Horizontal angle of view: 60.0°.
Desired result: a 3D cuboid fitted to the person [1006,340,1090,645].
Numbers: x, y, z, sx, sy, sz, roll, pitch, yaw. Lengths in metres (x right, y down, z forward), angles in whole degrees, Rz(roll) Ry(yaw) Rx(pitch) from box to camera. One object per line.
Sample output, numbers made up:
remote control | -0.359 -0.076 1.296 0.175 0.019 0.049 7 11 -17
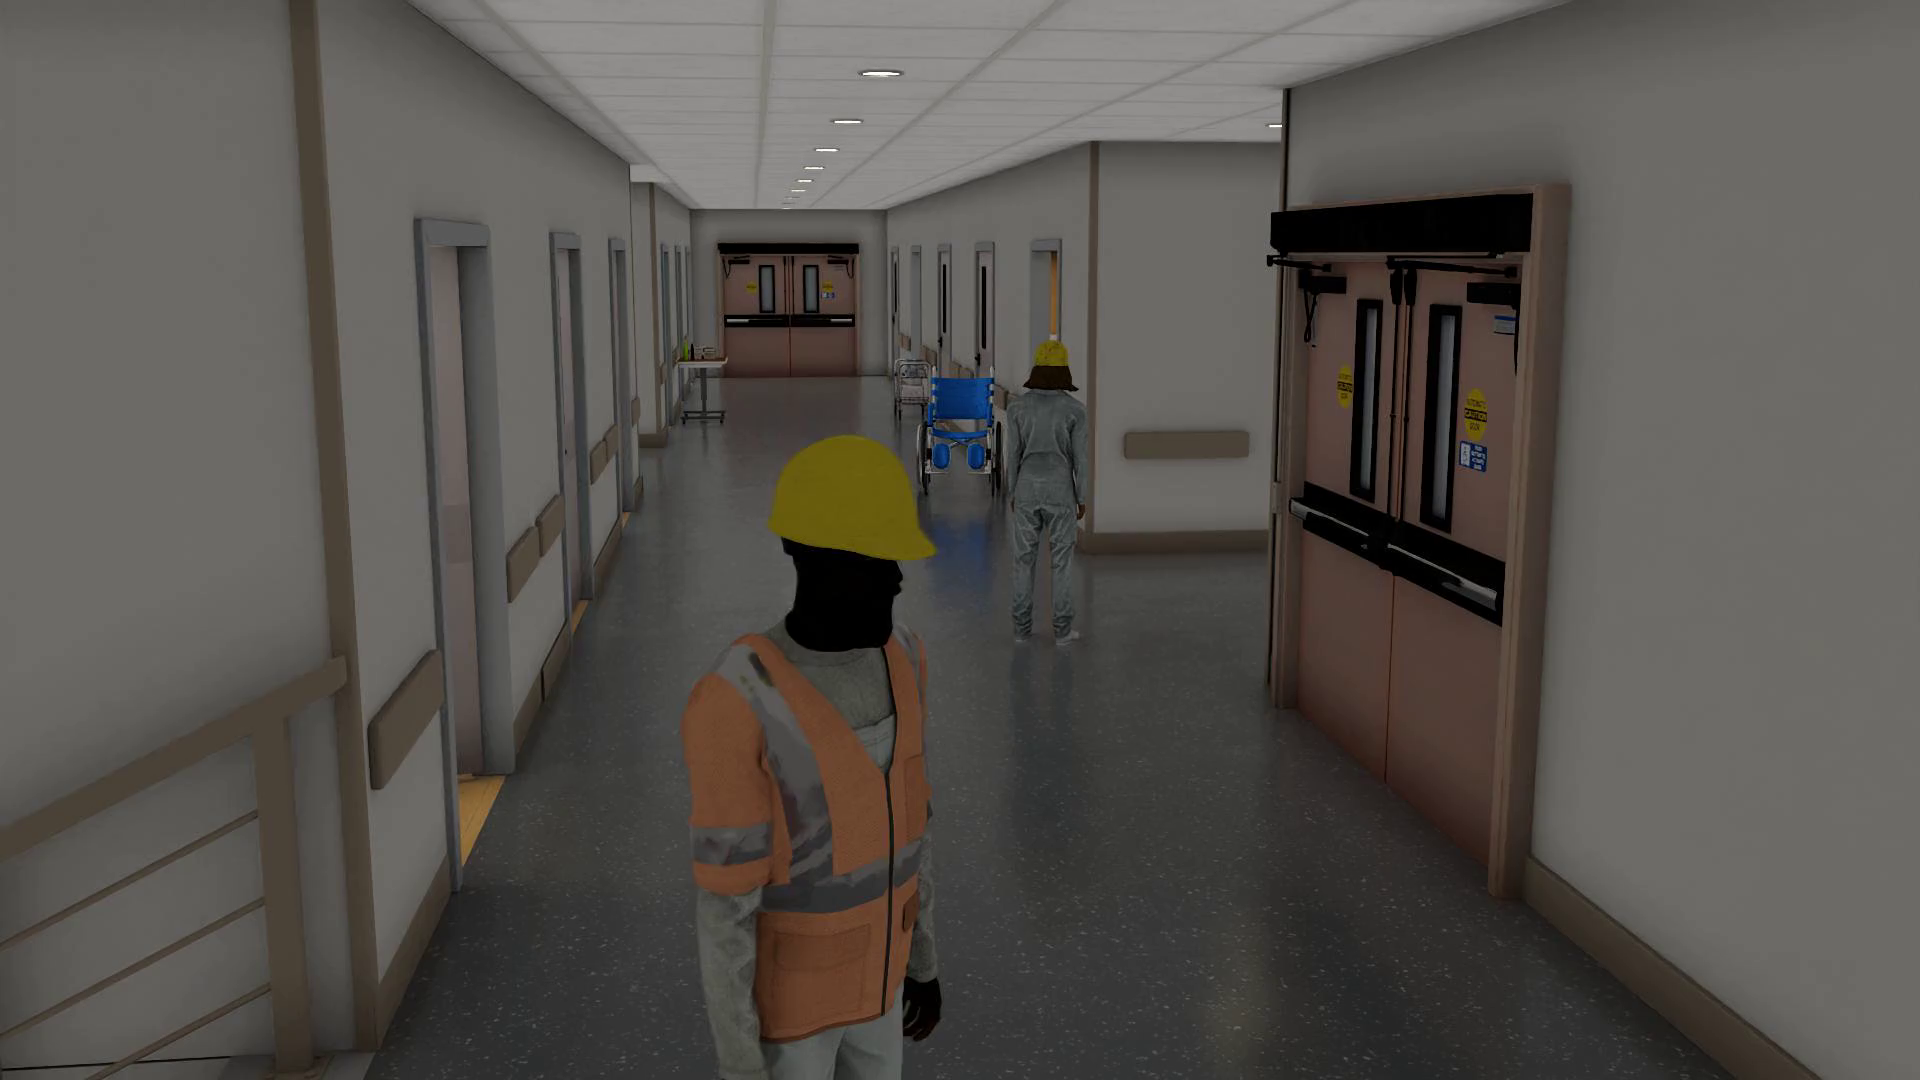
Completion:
person | 0.502 -0.269 9.496 0.480 1.733 0.336 3 10 15

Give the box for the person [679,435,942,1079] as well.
person | -0.218 0.770 2.912 0.398 1.920 0.586 6 12 33
